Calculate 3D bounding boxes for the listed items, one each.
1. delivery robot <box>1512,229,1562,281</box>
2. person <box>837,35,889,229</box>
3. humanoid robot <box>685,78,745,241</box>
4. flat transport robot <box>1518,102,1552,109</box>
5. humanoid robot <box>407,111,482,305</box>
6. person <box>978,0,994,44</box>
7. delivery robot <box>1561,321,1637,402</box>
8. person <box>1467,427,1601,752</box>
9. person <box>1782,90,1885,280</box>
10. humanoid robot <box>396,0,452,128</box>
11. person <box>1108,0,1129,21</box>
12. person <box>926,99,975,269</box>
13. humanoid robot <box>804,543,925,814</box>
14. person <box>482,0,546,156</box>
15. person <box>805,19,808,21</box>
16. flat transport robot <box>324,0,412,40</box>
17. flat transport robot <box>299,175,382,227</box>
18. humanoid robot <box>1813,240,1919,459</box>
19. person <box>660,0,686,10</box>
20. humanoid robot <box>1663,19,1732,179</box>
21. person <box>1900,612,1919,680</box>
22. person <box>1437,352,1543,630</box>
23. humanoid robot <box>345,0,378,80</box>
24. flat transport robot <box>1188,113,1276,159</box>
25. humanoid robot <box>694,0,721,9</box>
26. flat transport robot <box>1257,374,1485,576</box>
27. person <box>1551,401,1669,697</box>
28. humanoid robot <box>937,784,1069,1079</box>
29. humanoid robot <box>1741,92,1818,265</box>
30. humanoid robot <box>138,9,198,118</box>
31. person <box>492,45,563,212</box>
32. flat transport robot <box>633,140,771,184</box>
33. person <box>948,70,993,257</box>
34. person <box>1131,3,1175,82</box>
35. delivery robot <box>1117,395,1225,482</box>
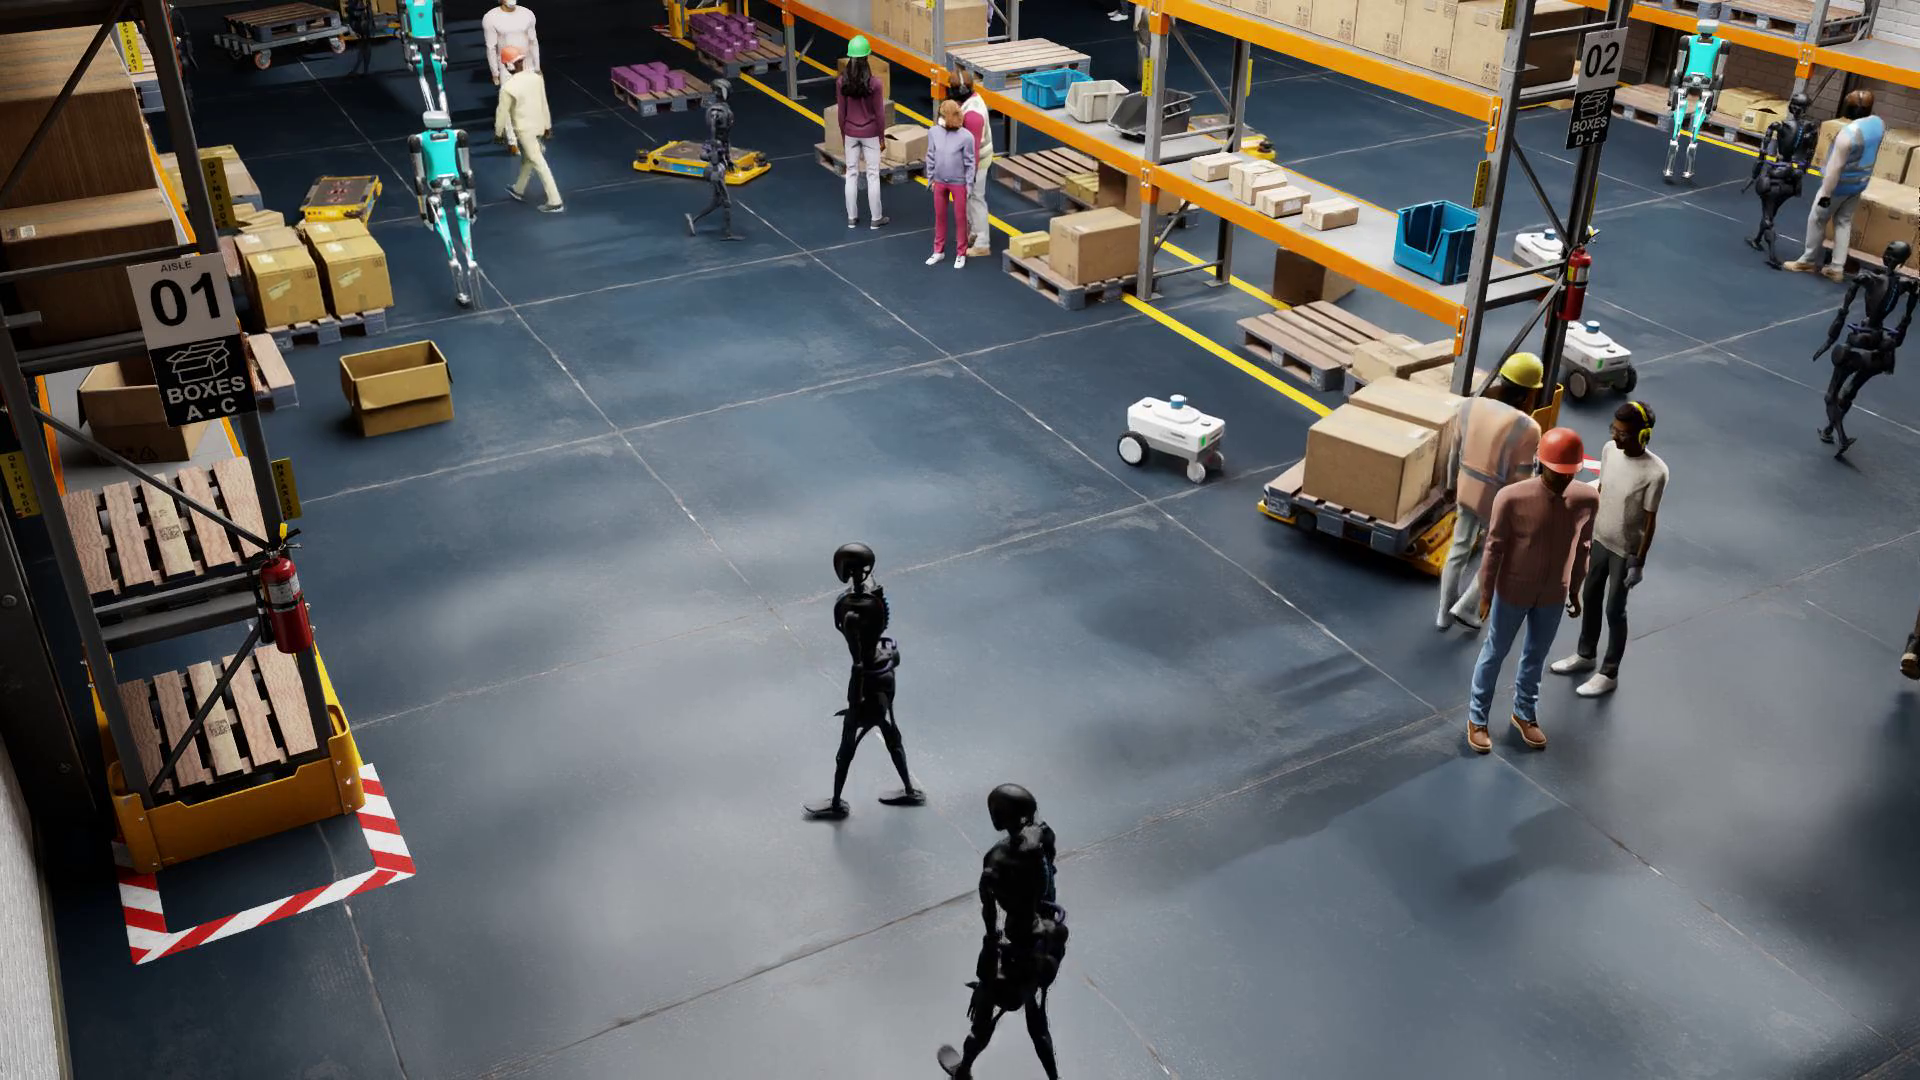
[{"bbox_3d":[5.527,-2.635,15.697,0.499,0.583,0.774,-6,30,-10],"label":"delivery robot"},{"bbox_3d":[-1.000,-4.122,16.896,0.491,1.954,0.422,7,31,12],"label":"person"},{"bbox_3d":[-2.511,-3.800,16.635,0.640,1.615,0.588,2,30,4],"label":"humanoid robot"},{"bbox_3d":[7.038,-5.895,21.672,0.659,0.231,1.431,-15,33,-25],"label":"flat transport robot"},{"bbox_3d":[-4.560,-2.868,15.039,0.537,1.898,0.736,-16,33,-25],"label":"humanoid robot"},{"bbox_3d":[0.142,-6.788,21.585,0.638,1.908,0.413,-17,34,-27],"label":"person"},{"bbox_3d":[5.190,-1.520,13.751,0.499,0.577,0.769,-10,31,-17],"label":"delivery robot"},{"bbox_3d":[3.162,0.278,9.197,0.619,1.993,0.378,-3,30,-6],"label":"person"},{"bbox_3d":[8.319,-3.352,15.691,0.730,1.815,0.568,-16,34,-26],"label":"person"},{"bbox_3d":[-6.486,-5.894,20.236,0.542,1.814,0.756,-8,31,-14],"label":"humanoid robot"},{"bbox_3d":[2.443,-8.860,25.256,0.316,1.840,0.519,-2,30,-3],"label":"person"},{"bbox_3d":[-0.095,-3.423,15.997,0.500,1.631,0.285,13,32,22],"label":"person"},{"bbox_3d":[-0.517,0.734,8.728,0.644,1.636,0.593,3,30,5],"label":"humanoid robot"},{"bbox_3d":[-5.129,-5.439,19.204,0.630,1.940,0.370,-19,35,-30],"label":"person"},{"bbox_3d":[-2.184,-8.712,25.093,0.458,1.744,0.748,7,31,12],"label":"person"},{"bbox_3d":[-8.653,-7.559,24.569,1.431,0.231,0.659,-12,32,-21],"label":"flat transport robot"},{"bbox_3d":[-6.561,-3.565,17.615,0.659,0.231,1.431,-5,30,-8],"label":"flat transport robot"},{"bbox_3d":[6.822,-1.423,12.510,0.616,1.638,0.616,2,30,4],"label":"humanoid robot"},{"bbox_3d":[-4.541,-9.177,25.889,0.561,1.755,0.320,-9,31,-15],"label":"person"},{"bbox_3d":[7.942,-4.745,18.061,0.533,1.677,0.735,14,33,23],"label":"humanoid robot"},{"bbox_3d":[5.934,0.043,9.648,0.603,1.951,0.532,25,38,37],"label":"person"},{"bbox_3d":[3.257,-0.262,10.236,0.450,1.898,0.662,-20,36,-31],"label":"person"},{"bbox_3d":[-8.003,-6.963,22.137,0.428,1.635,0.609,-23,37,-35],"label":"humanoid robot"},{"bbox_3d":[3.121,-4.774,19.719,0.659,0.231,1.431,-9,31,-16],"label":"flat transport robot"},{"bbox_3d":[-3.844,-8.791,25.234,0.968,1.744,0.543,-14,33,-23],"label":"humanoid robot"},{"bbox_3d":[2.884,-0.172,11.710,1.431,0.231,0.659,22,37,34],"label":"flat transport robot"},{"bbox_3d":[3.824,0.044,9.746,0.342,1.856,0.523,-11,32,-19],"label":"person"},{"bbox_3d":[0.210,1.727,7.012,0.663,1.626,0.608,18,34,28],"label":"humanoid robot"},{"bbox_3d":[7.983,-3.522,16.193,0.585,1.645,0.789,-4,30,-7],"label":"humanoid robot"},{"bbox_3d":[-9.659,-5.895,20.270,0.608,1.643,0.602,-15,33,-25],"label":"humanoid robot"},{"bbox_3d":[-4.611,-4.333,17.511,0.903,1.687,0.585,15,33,24],"label":"person"},{"bbox_3d":[-2.930,-4.293,18.882,1.431,0.231,0.659,13,32,22],"label":"flat transport robot"},{"bbox_3d":[0.102,-3.682,16.269,0.434,1.821,0.657,-3,30,-5],"label":"person"},{"bbox_3d":[2.526,-6.895,21.816,0.600,1.859,0.881,-4,30,-6],"label":"person"},{"bbox_3d":[1.606,-0.802,12.524,0.801,0.600,0.499,22,36,33],"label":"delivery robot"}]
